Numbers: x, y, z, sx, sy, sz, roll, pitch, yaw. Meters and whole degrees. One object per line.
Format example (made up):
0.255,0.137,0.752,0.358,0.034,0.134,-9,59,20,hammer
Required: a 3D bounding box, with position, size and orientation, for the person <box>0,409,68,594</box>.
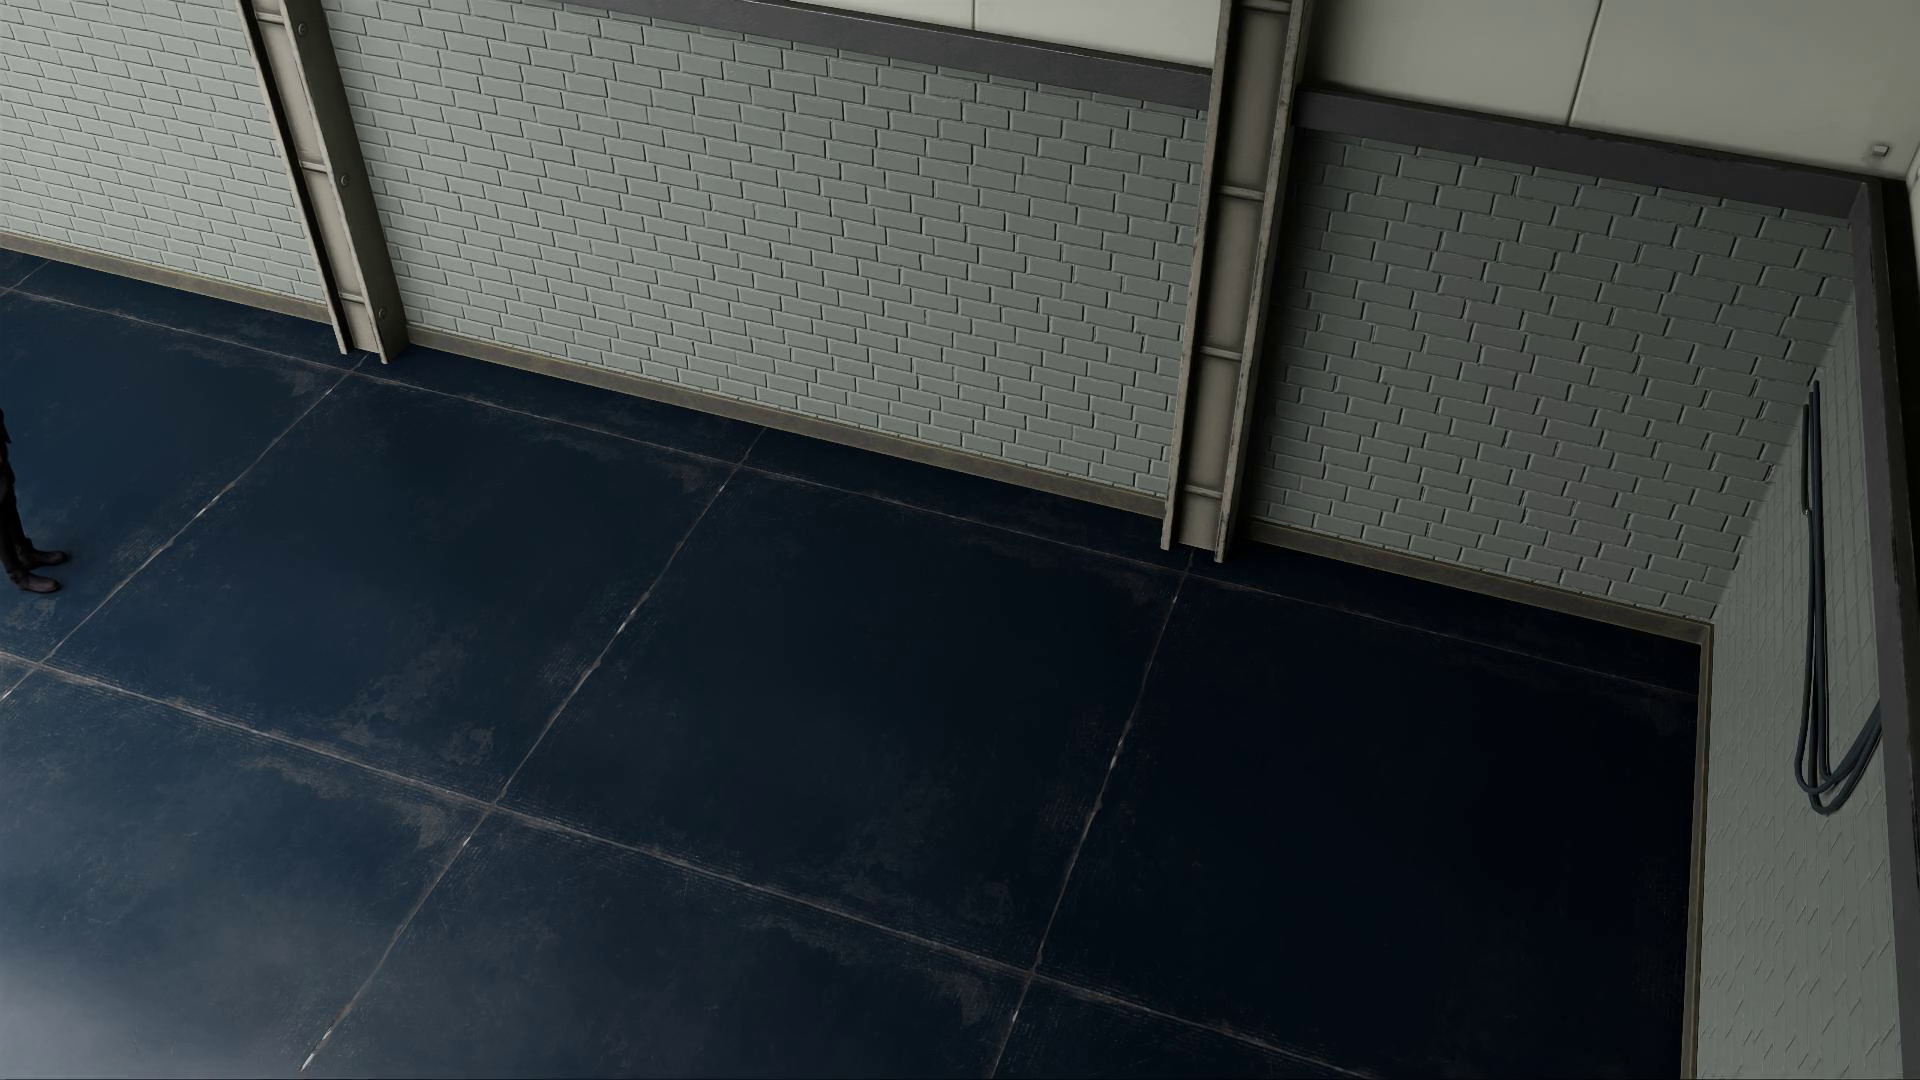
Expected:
-5.608,-0.458,9.495,0.759,1.804,0.736,-7,43,-8,person
